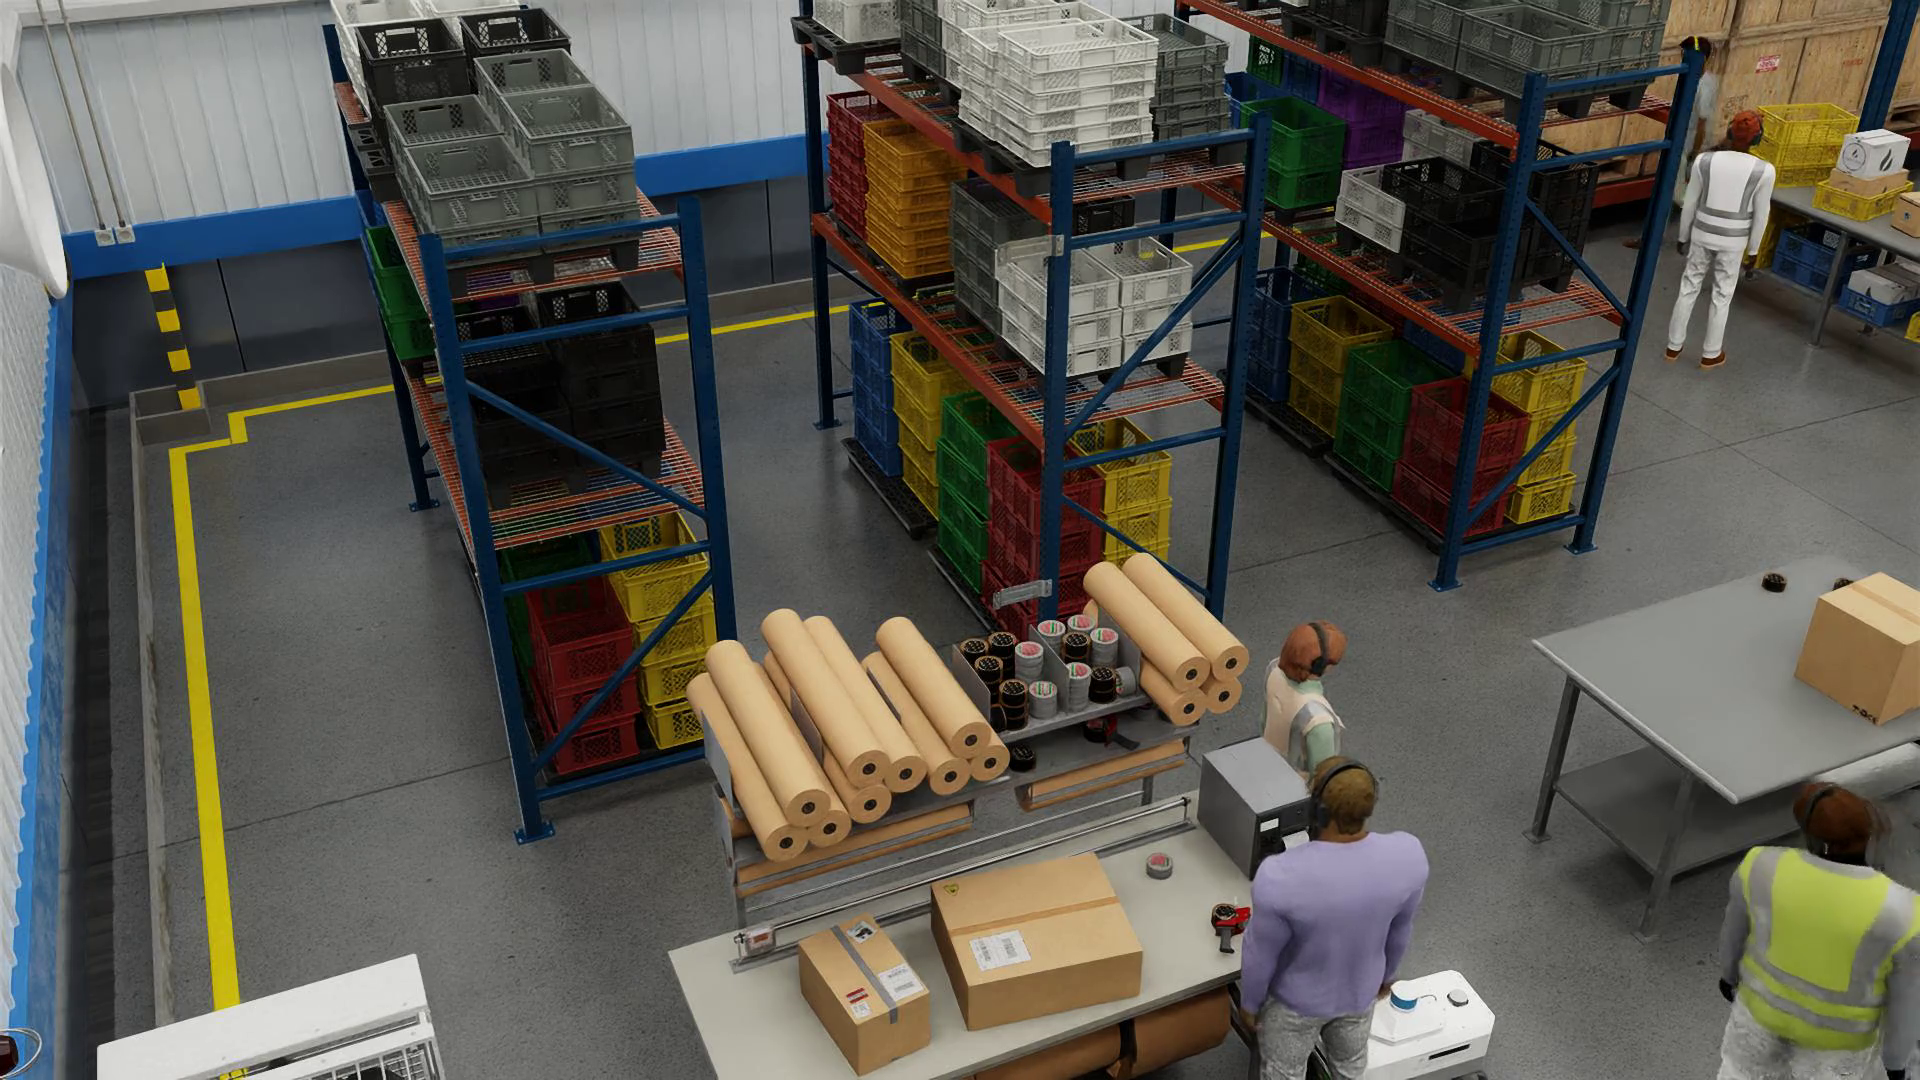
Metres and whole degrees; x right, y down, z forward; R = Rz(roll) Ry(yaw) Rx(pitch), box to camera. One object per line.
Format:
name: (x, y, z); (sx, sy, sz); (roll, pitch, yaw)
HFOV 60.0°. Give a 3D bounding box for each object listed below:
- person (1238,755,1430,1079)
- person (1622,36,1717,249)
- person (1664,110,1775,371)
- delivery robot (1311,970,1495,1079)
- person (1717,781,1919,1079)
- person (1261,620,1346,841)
person: (1.270, 1.563, 5.841); (0.625, 1.931, 0.372); (-8, 32, -12)
person: (6.049, -3.211, 13.691); (0.667, 1.850, 0.599); (5, 32, 8)
person: (5.420, -2.132, 11.881); (0.573, 1.883, 0.353); (22, 38, 31)
delivery robot: (1.702, 1.920, 6.470); (0.707, 0.478, 0.477); (-10, 33, -16)
person: (3.000, 1.663, 5.800); (0.769, 1.814, 0.432); (25, 40, 35)
person: (1.389, 1.044, 6.953); (0.307, 1.637, 0.512); (-9, 33, -15)
